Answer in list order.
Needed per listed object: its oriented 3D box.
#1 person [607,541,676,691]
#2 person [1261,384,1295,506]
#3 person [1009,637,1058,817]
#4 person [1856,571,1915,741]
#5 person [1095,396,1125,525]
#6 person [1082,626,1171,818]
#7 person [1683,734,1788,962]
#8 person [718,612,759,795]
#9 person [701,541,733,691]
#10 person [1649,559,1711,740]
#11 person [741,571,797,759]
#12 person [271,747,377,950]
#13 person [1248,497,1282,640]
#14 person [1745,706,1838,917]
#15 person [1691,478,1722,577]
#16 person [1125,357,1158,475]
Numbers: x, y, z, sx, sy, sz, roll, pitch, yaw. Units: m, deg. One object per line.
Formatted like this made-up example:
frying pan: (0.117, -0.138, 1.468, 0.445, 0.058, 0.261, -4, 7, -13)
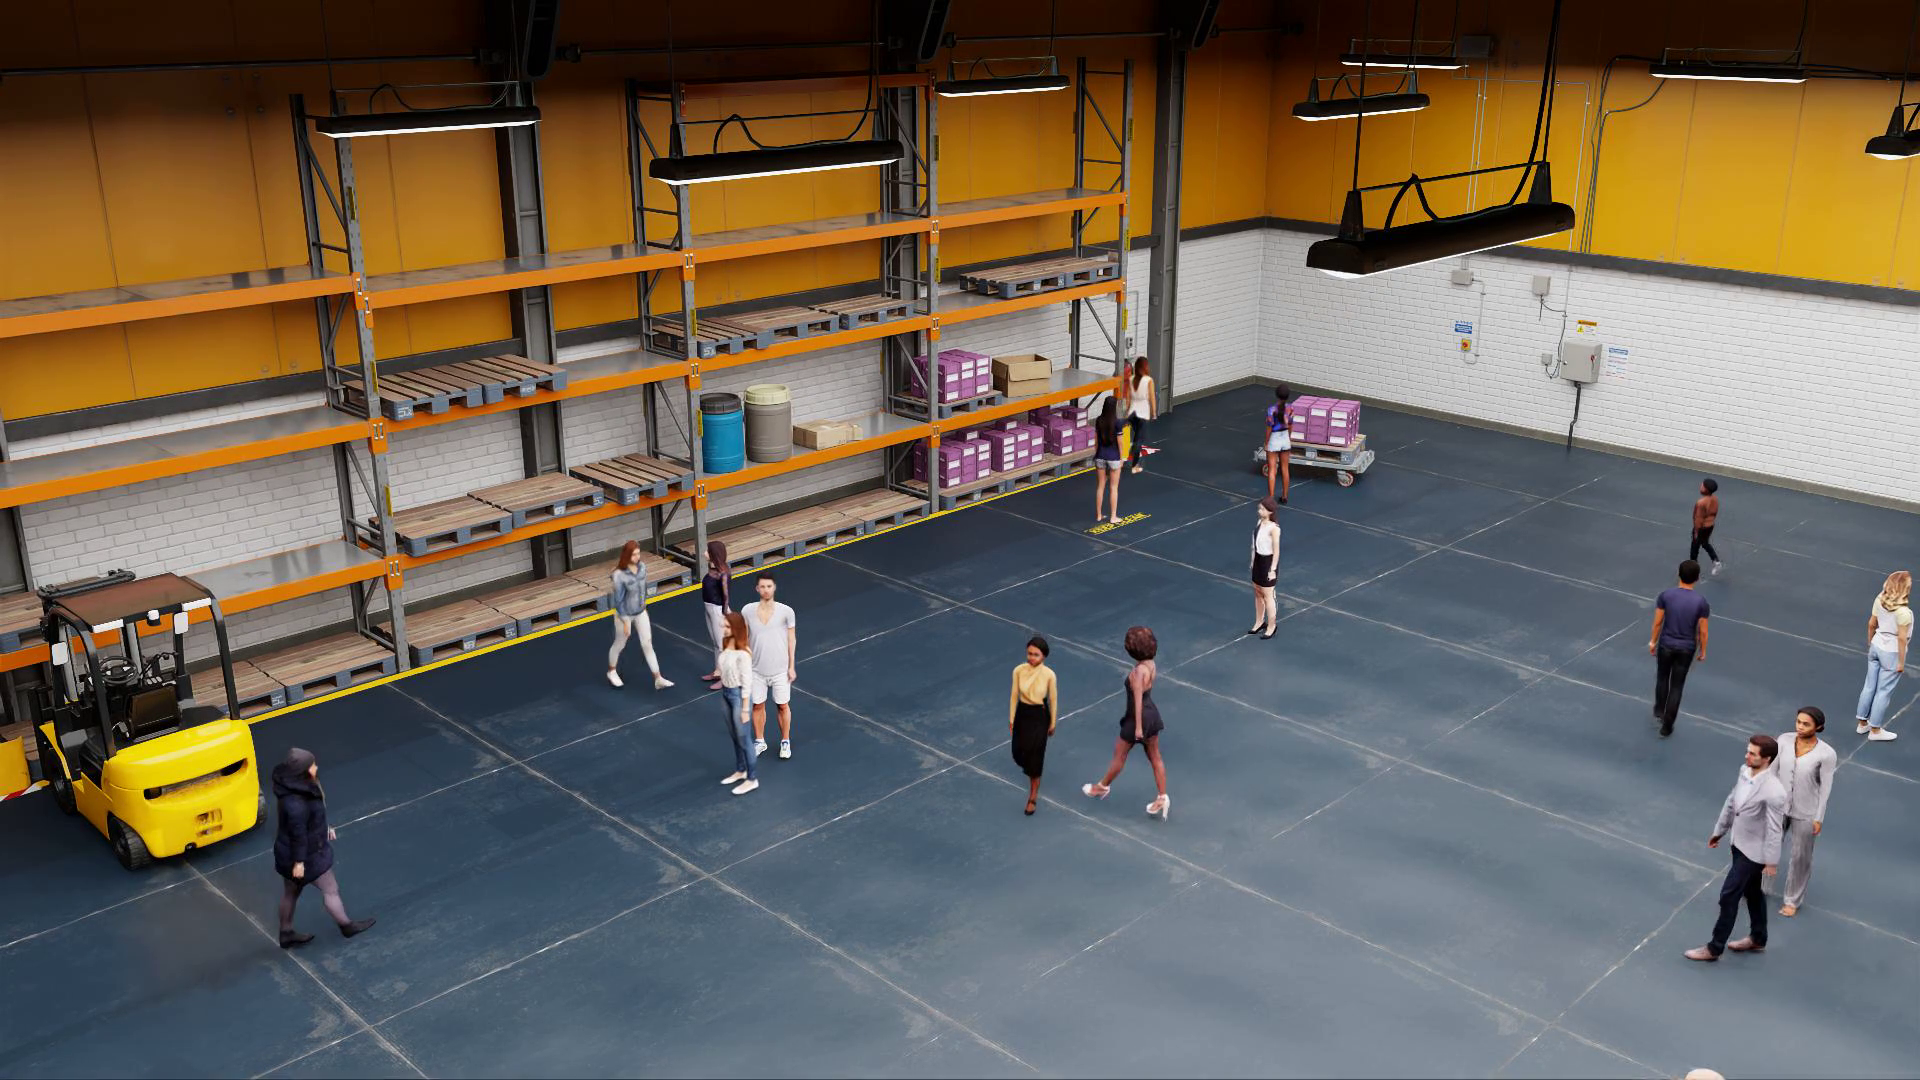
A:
person: (-3.478, 0.789, 17.279, 0.771, 1.641, 1.046, 15, 24, 38)
person: (4.495, -1.346, 23.445, 0.605, 1.751, 0.724, -6, 19, -16)
person: (0.662, 1.620, 14.809, 0.775, 1.641, 0.905, 6, 20, 18)
person: (9.015, 1.113, 16.187, 0.729, 1.723, 0.715, -4, 19, -11)
person: (2.023, -1.103, 22.704, 0.617, 1.765, 0.588, 11, 22, 30)
person: (1.677, 1.631, 14.602, 0.850, 1.753, 1.045, 10, 21, 27)
person: (6.025, 2.309, 12.479, 1.060, 1.823, 1.011, 1, 19, 3)
person: (-2.014, 1.456, 15.163, 0.558, 1.727, 0.611, -12, 22, -31)
person: (-2.547, 0.771, 17.385, 0.649, 1.608, 0.664, -9, 20, -24)
person: (6.968, 1.084, 16.201, 0.796, 1.770, 0.971, 10, 21, 28)
person: (-1.811, 1.174, 15.798, 0.764, 1.856, 0.802, 1, 19, 4)
person: (-5.072, 2.364, 12.592, 1.010, 1.646, 0.822, -11, 22, -30)
person: (3.443, 0.307, 18.699, 0.652, 1.648, 0.637, -7, 20, -21)
person: (6.623, 2.116, 13.190, 0.534, 1.736, 0.650, -16, 24, -39)
person: (9.301, -0.150, 20.685, 0.781, 1.246, 0.733, -9, 21, -25)
person: (2.636, -1.844, 24.890, 0.592, 1.774, 0.613, 16, 24, 39)
